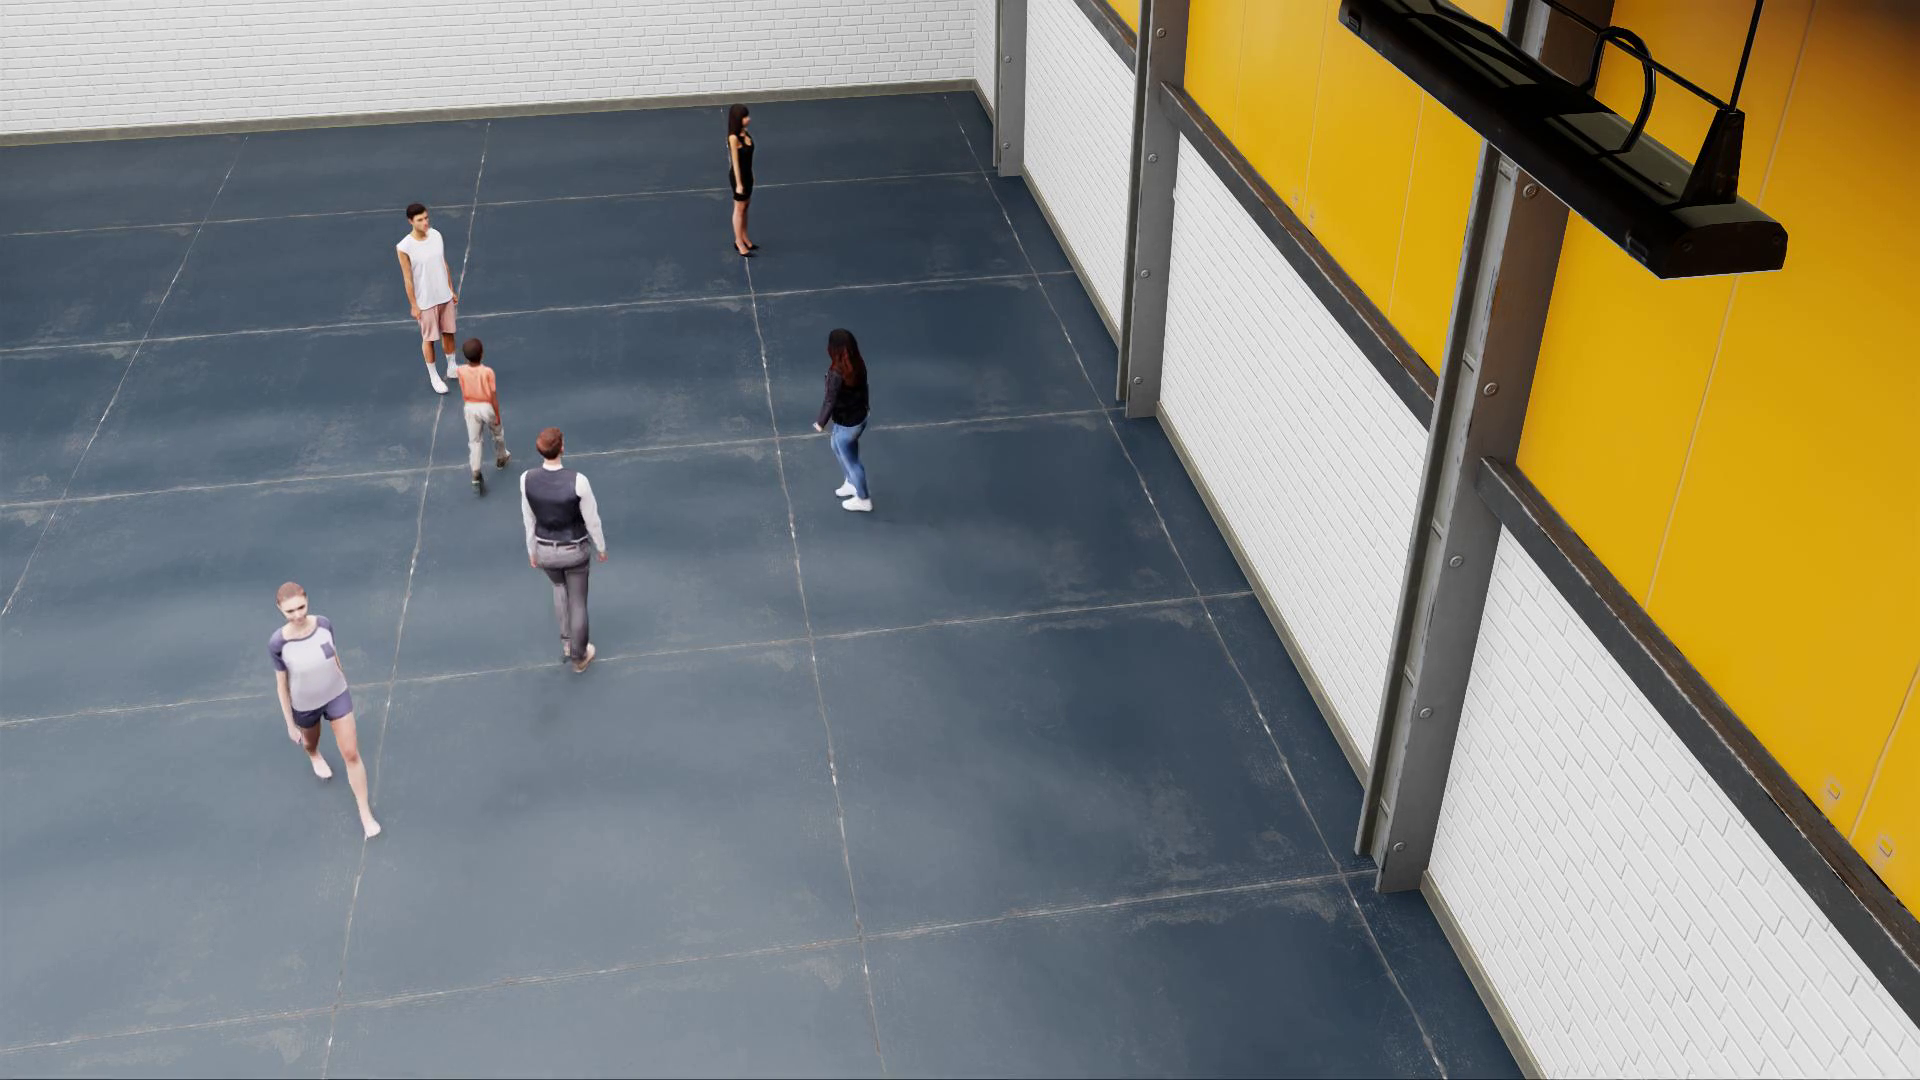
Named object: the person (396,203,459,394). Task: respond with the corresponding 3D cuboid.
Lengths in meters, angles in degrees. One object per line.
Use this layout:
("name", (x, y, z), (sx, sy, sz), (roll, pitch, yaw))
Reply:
("person", (-4.824, -2.234, 15.175), (0.781, 1.789, 0.727), (22, 40, 30))

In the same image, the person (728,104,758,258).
("person", (-2.337, -3.851, 17.736), (0.696, 1.647, 0.553), (7, 34, 10))

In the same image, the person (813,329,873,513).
("person", (-0.826, -0.926, 13.361), (0.812, 1.619, 0.731), (12, 35, 17))

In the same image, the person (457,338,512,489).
("person", (-4.010, -1.054, 13.842), (0.584, 1.300, 0.919), (0, 34, 0))

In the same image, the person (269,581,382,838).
("person", (-4.042, 0.972, 10.415), (0.943, 1.719, 1.248), (-22, 39, -29))

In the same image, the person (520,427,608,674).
("person", (-2.774, 0.120, 11.513), (0.749, 1.923, 0.720), (4, 34, 6))
